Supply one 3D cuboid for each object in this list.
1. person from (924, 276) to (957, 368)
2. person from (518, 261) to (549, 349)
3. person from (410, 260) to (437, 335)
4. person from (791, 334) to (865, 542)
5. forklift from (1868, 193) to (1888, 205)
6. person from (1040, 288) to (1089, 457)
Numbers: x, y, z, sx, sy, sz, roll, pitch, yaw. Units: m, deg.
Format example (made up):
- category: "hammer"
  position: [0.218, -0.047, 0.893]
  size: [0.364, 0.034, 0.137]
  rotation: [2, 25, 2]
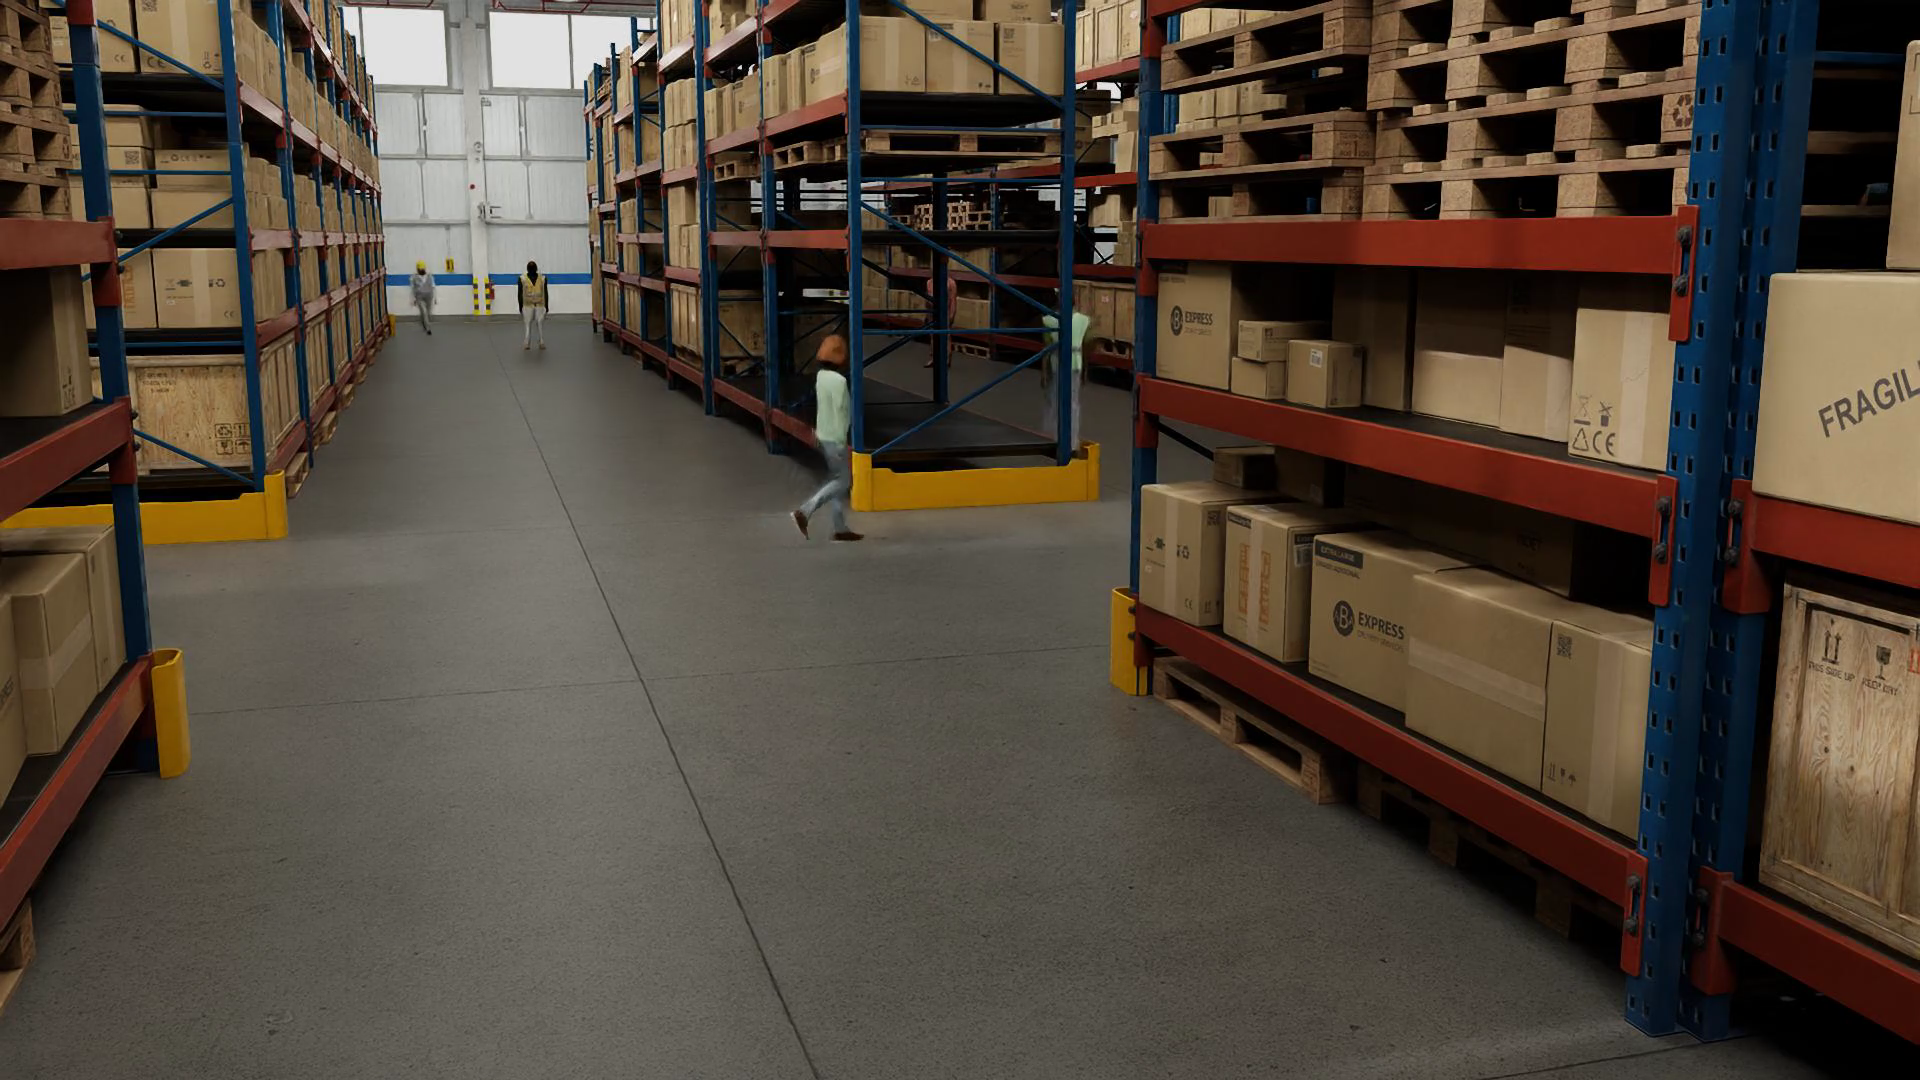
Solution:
- category: "person"
  position: [-0.375, -4.028, 29.812]
  size: [0.642, 1.913, 0.408]
  rotation: [6, 12, 29]
- category: "person"
  position: [-8.935, -4.914, 34.860]
  size: [0.633, 1.841, 0.429]
  rotation: [-4, 11, -22]
- category: "person"
  position: [-12.886, -5.819, 39.946]
  size: [0.604, 1.799, 0.609]
  rotation: [-7, 12, -33]
- category: "person"
  position: [-1.019, -0.760, 12.698]
  size: [0.564, 1.617, 0.505]
  rotation: [-5, 11, -25]
- category: "forklift"
  position: [9.974, -2.391, 18.176]
  size: [1.129, 2.768, 1.873]
  rotation: [-3, 11, -17]
- category: "person"
  position: [1.095, -1.825, 17.997]
  size: [0.597, 1.801, 0.902]
  rotation: [-3, 11, -17]
